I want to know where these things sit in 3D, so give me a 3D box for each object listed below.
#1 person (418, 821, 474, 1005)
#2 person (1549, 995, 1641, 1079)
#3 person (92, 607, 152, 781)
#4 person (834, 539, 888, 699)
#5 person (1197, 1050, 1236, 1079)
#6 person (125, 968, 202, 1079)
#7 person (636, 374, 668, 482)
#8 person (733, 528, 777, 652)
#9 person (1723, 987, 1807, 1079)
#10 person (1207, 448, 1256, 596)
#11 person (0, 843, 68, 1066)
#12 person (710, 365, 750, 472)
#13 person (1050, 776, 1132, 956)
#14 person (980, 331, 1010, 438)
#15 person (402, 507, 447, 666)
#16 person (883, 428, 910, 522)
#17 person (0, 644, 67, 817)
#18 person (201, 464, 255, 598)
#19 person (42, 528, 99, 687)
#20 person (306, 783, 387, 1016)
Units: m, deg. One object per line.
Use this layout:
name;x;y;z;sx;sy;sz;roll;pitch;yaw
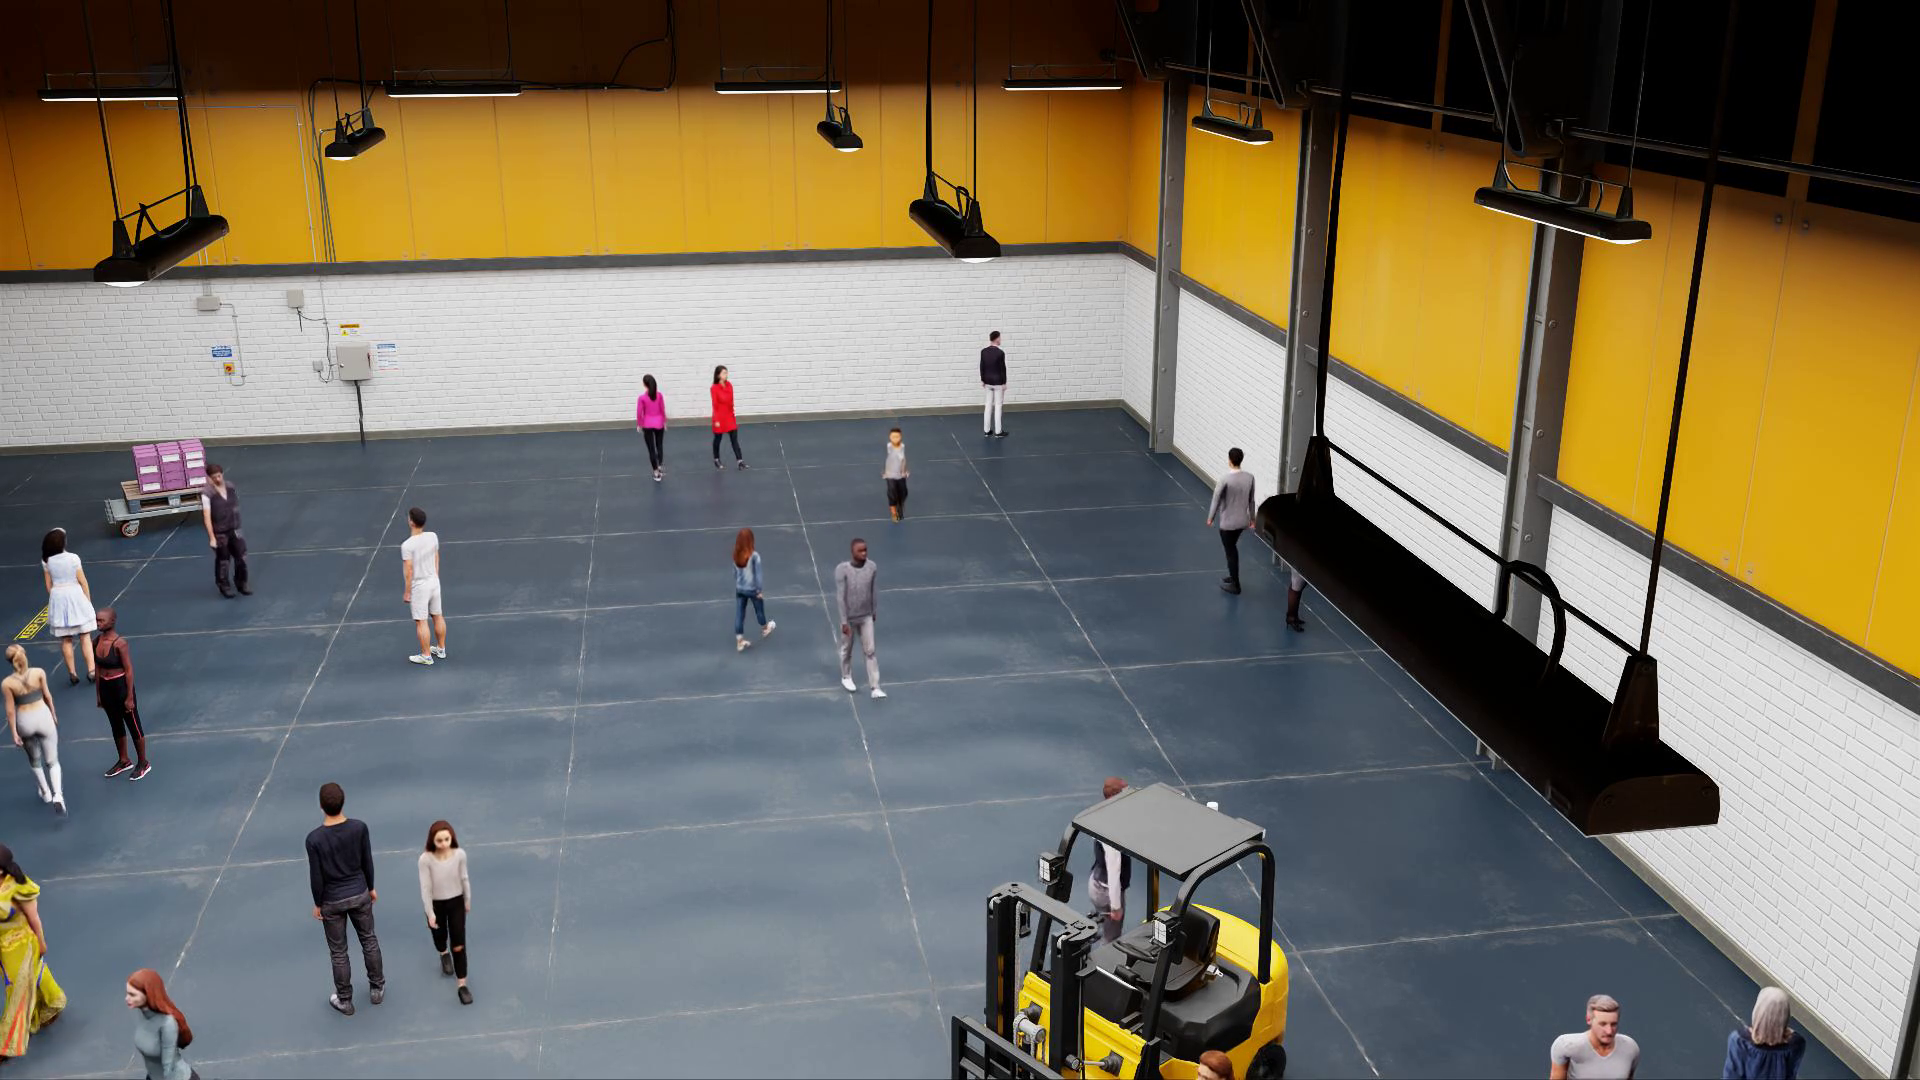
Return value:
person;-4.022;2.820;12.921;0.685;1.456;1.008;-9;20;-24
person;3.817;3.559;10.138;0.715;1.832;0.595;-1;19;-2
person;-8.291;1.491;16.396;0.660;1.758;0.664;5;19;15
person;-1.187;0.834;18.283;0.888;1.798;1.165;-9;20;-24
person;1.550;3.727;9.989;0.832;1.608;0.788;-16;24;-39
person;-4.940;3.479;10.597;1.097;1.690;1.152;13;22;33
person;-4.800;-1.753;26.133;0.736;1.690;0.852;-9;21;-26
person;-2.536;0.604;19.510;0.902;1.450;1.034;8;20;23
person;4.979;3.546;10.388;0.662;1.696;0.636;1;19;3
person;3.542;-0.206;21.205;0.853;1.904;0.864;-11;22;-30
person;-6.920;2.946;12.295;1.085;1.617;1.289;5;19;15
person;-3.852;-1.942;26.663;1.123;1.710;0.998;17;25;40
person;1.037;2.668;12.651;0.841;1.916;0.914;0;19;0
person;0.582;-2.695;28.703;0.730;1.836;0.783;12;22;32
person;-6.169;0.516;19.135;0.825;1.856;0.734;10;21;26
person;-0.957;-1.010;24.312;0.560;1.445;0.558;-3;19;-9
person;-8.661;1.796;15.613;0.883;1.679;1.145;-13;22;-33
person;-9.362;-0.127;21.114;0.917;1.812;0.857;10;21;27
person;-9.906;0.749;18.513;0.671;1.813;0.688;-3;19;-9
person;-4.656;2.708;12.605;0.708;1.869;0.705;-14;23;-35
